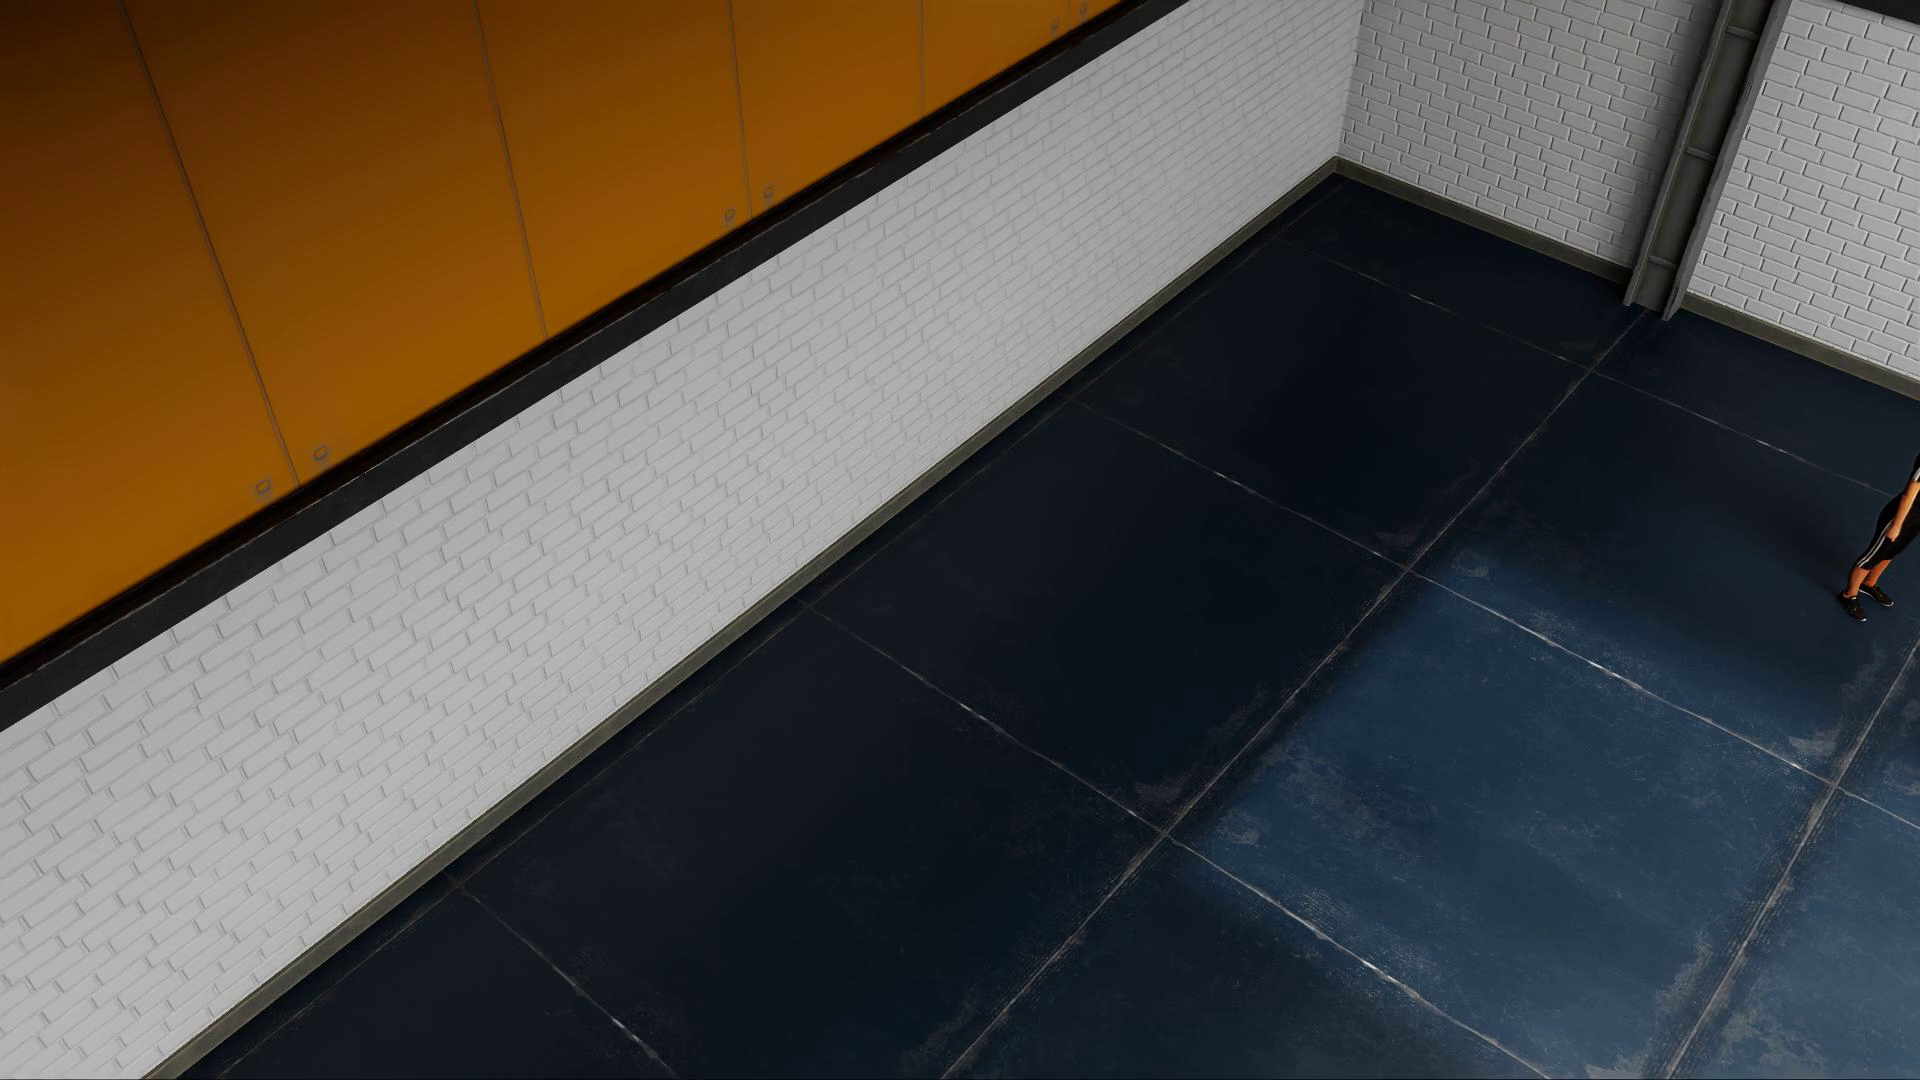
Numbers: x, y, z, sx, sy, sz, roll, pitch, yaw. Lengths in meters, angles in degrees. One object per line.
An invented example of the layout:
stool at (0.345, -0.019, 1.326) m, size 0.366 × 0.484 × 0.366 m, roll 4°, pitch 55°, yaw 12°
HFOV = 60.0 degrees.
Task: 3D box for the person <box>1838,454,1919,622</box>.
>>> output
person at (6.285, -0.188, 11.004) m, size 0.640 × 1.668 × 0.605 m, roll -22°, pitch 48°, yaw -22°
